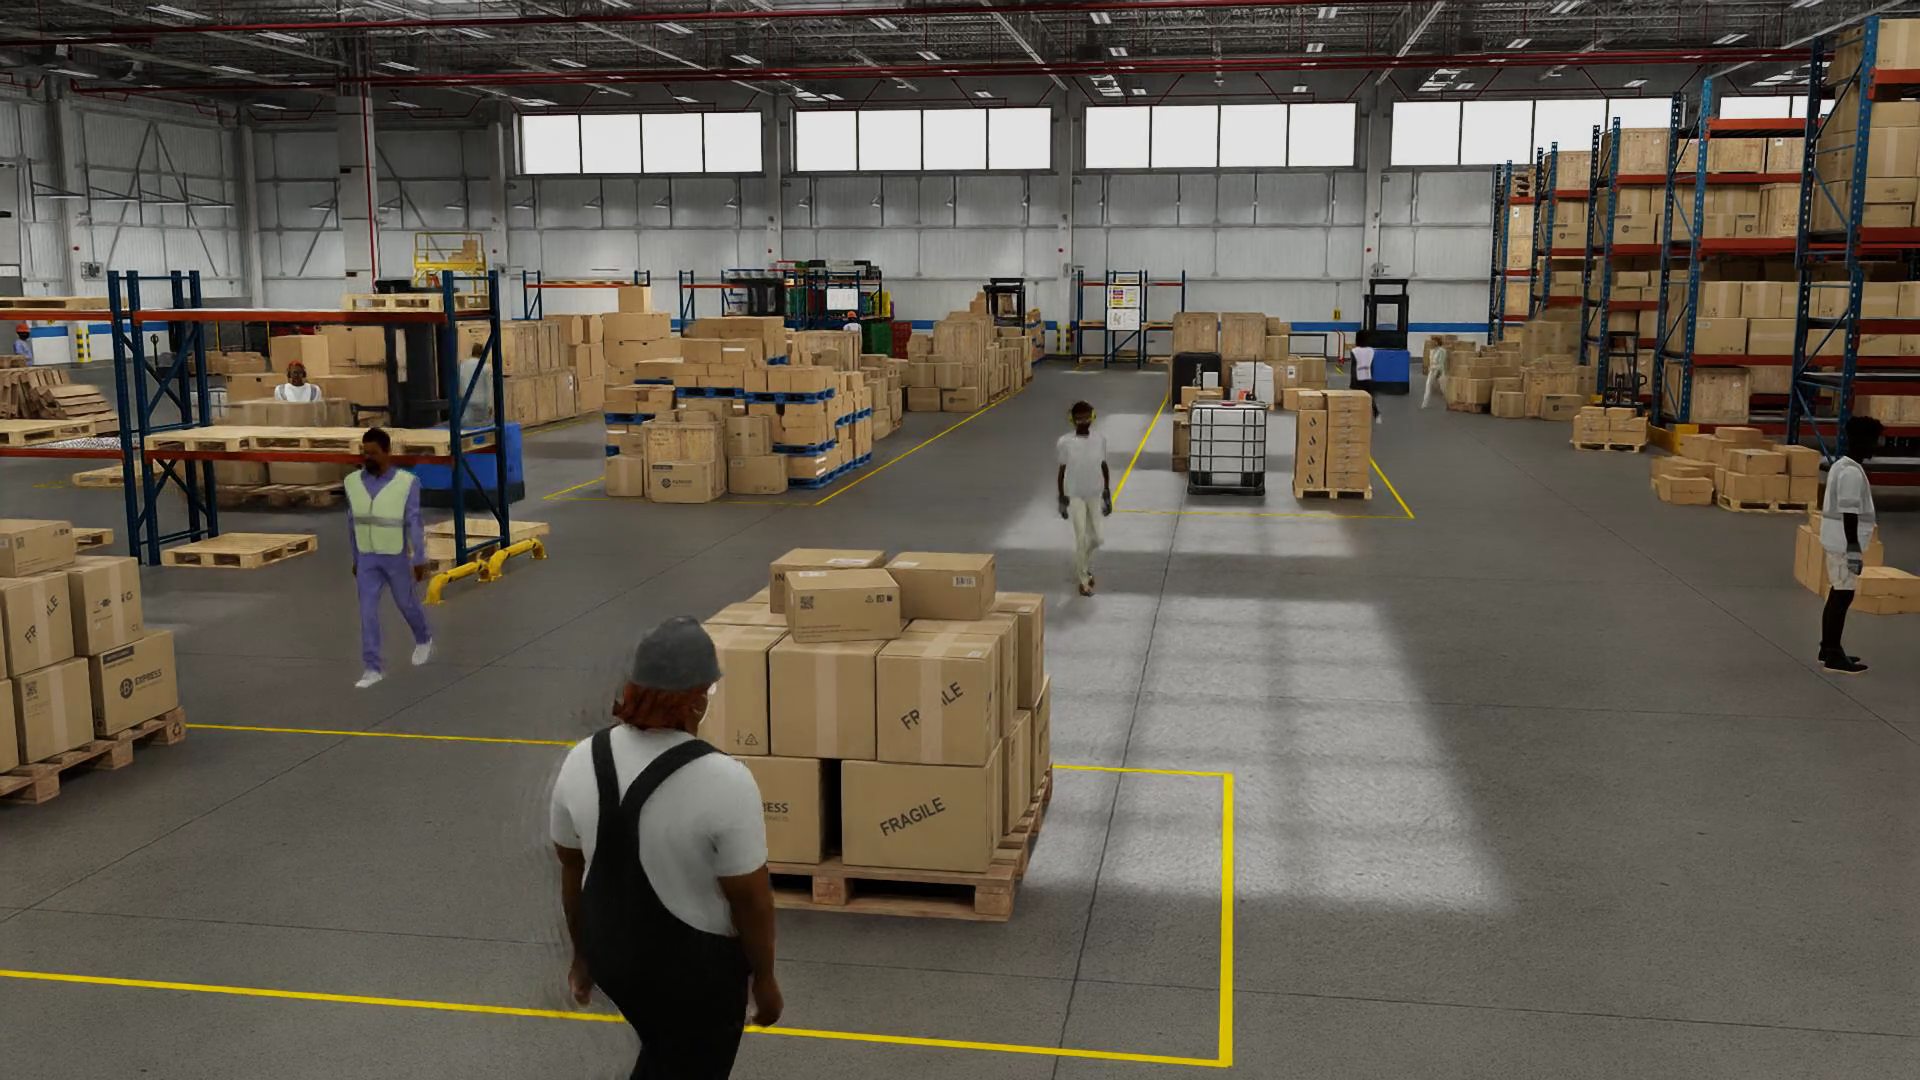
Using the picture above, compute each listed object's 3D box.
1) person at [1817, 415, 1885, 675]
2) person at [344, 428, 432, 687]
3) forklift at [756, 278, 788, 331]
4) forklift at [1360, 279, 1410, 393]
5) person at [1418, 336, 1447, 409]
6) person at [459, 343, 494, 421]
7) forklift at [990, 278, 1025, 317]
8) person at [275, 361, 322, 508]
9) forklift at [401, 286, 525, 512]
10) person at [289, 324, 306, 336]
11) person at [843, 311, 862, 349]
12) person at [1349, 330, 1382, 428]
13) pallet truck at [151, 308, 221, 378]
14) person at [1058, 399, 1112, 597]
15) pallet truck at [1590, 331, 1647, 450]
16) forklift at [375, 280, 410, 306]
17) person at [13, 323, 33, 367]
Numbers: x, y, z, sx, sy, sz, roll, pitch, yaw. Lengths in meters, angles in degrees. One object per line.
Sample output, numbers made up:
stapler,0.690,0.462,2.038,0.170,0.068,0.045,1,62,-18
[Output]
person,6.727,0.031,12.586,0.393,1.954,0.604,4,10,23
person,-4.262,0.089,12.431,0.599,1.891,0.898,1,9,7
forklift,-5.015,-5.605,44.485,1.873,2.768,1.129,6,11,33
forklift,10.598,-5.093,41.327,1.129,2.768,1.873,1,9,9
person,10.478,-3.669,36.451,0.830,1.604,0.510,-5,10,-28
person,-7.621,-2.174,26.400,0.632,1.875,1.020,1,9,9
forklift,1.321,-5.926,46.464,1.129,2.768,1.873,1,9,9
person,-8.476,-1.359,21.366,0.575,1.883,0.362,-4,10,-23
forklift,-6.638,-1.814,21.101,1.873,2.768,1.129,1,9,9
person,-17.253,-4.819,43.480,0.534,1.616,0.551,-5,11,-31
person,-2.934,-5.248,45.179,0.547,1.938,0.377,-6,11,-31
person,7.779,-3.093,32.056,0.599,1.893,0.861,-5,11,-29
pallet truck,-21.869,-5.598,47.154,0.823,1.965,1.885,4,10,26
person,1.168,-0.393,15.513,0.537,1.845,0.432,-2,10,-14
pallet truck,11.253,-2.573,28.499,0.823,1.965,1.885,5,10,27
forklift,-12.103,-4.173,35.650,1.873,2.768,1.129,1,9,9
person,-19.504,-3.553,34.728,0.357,1.937,0.551,-2,9,-13
